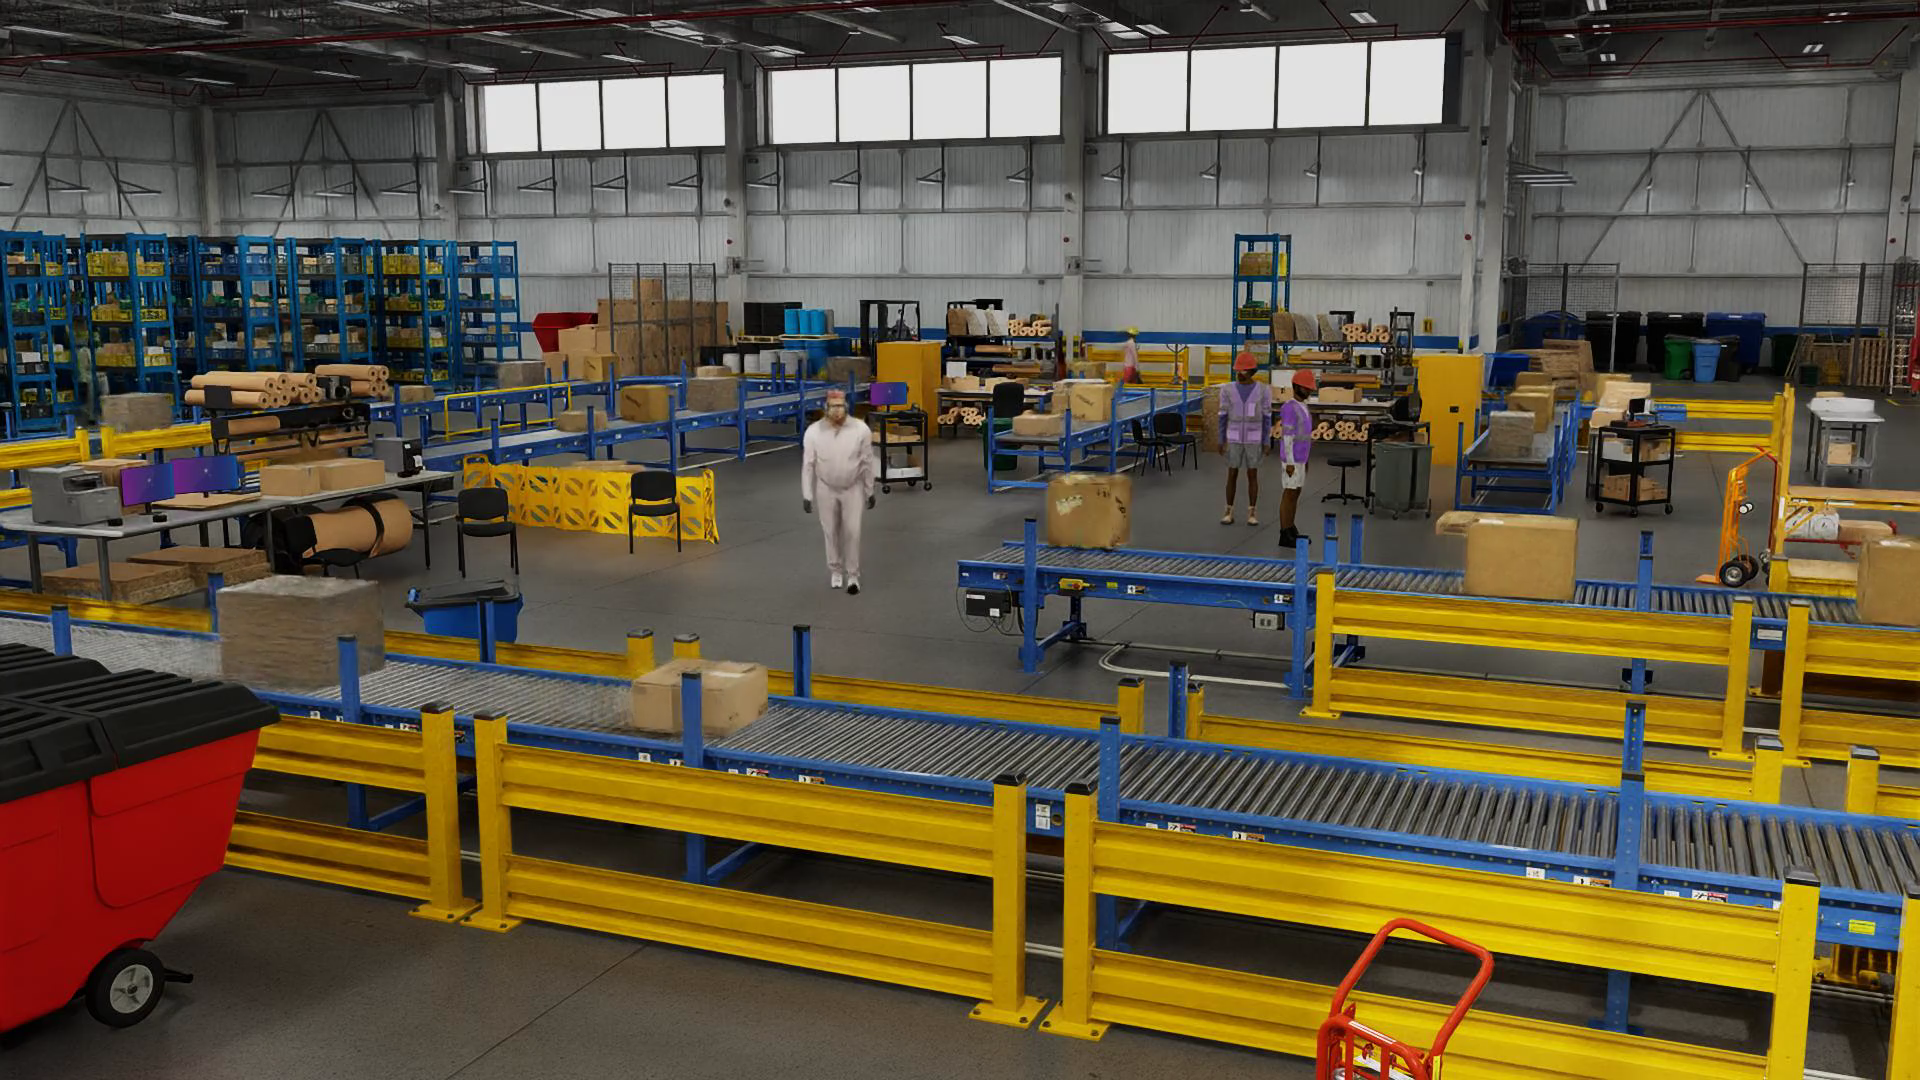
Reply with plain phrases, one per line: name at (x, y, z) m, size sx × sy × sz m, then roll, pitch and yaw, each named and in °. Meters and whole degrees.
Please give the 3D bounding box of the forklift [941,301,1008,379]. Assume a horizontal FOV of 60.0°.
forklift at (0.365, -4.966, 41.571) m, size 1.157 × 1.987 × 2.680 m, roll 3°, pitch 10°, yaw 20°

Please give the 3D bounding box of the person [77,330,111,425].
person at (-16.335, -3.065, 31.559) m, size 0.799 × 1.800 × 0.615 m, roll 5°, pitch 11°, yaw 28°

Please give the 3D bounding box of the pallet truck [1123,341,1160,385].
pallet truck at (4.445, -4.380, 41.279) m, size 0.680 × 1.201 × 1.601 m, roll 4°, pitch 10°, yaw 22°

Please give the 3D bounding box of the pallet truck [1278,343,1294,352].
pallet truck at (7.886, -4.163, 39.743) m, size 0.653 × 1.274 × 1.630 m, roll 4°, pitch 10°, yaw 22°

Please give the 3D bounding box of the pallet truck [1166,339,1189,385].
pallet truck at (5.418, -4.269, 40.420) m, size 0.704 × 1.261 × 1.522 m, roll 3°, pitch 10°, yaw 20°

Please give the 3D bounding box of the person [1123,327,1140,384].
person at (3.713, -3.749, 35.991) m, size 0.928 × 1.716 × 0.545 m, roll -1°, pitch 9°, yaw -8°

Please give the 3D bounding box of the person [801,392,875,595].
person at (-1.128, -0.426, 15.370) m, size 0.676 × 1.862 × 0.965 m, roll 0°, pitch 9°, yaw -1°

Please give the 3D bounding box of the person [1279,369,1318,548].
person at (3.655, -0.882, 17.973) m, size 0.374 × 1.928 × 0.543 m, roll 5°, pitch 11°, yaw 28°

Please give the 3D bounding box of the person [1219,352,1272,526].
person at (3.320, -1.173, 19.402) m, size 0.610 × 2.037 × 0.400 m, roll 3°, pitch 10°, yaw 16°

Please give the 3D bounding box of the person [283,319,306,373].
person at (-14.583, -3.948, 36.408) m, size 0.432 × 1.979 × 0.635 m, roll 3°, pitch 10°, yaw 18°

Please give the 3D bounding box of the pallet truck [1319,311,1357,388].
pallet truck at (9.071, -4.419, 39.190) m, size 0.823 × 1.965 × 1.885 m, roll 5°, pitch 10°, yaw 26°

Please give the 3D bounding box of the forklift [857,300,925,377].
forklift at (-1.732, -5.109, 42.468) m, size 1.157 × 1.987 × 2.680 m, roll 4°, pitch 10°, yaw 22°

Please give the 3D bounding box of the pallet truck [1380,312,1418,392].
pallet truck at (10.207, -4.283, 38.369) m, size 0.823 × 1.965 × 1.885 m, roll 3°, pitch 10°, yaw 20°
